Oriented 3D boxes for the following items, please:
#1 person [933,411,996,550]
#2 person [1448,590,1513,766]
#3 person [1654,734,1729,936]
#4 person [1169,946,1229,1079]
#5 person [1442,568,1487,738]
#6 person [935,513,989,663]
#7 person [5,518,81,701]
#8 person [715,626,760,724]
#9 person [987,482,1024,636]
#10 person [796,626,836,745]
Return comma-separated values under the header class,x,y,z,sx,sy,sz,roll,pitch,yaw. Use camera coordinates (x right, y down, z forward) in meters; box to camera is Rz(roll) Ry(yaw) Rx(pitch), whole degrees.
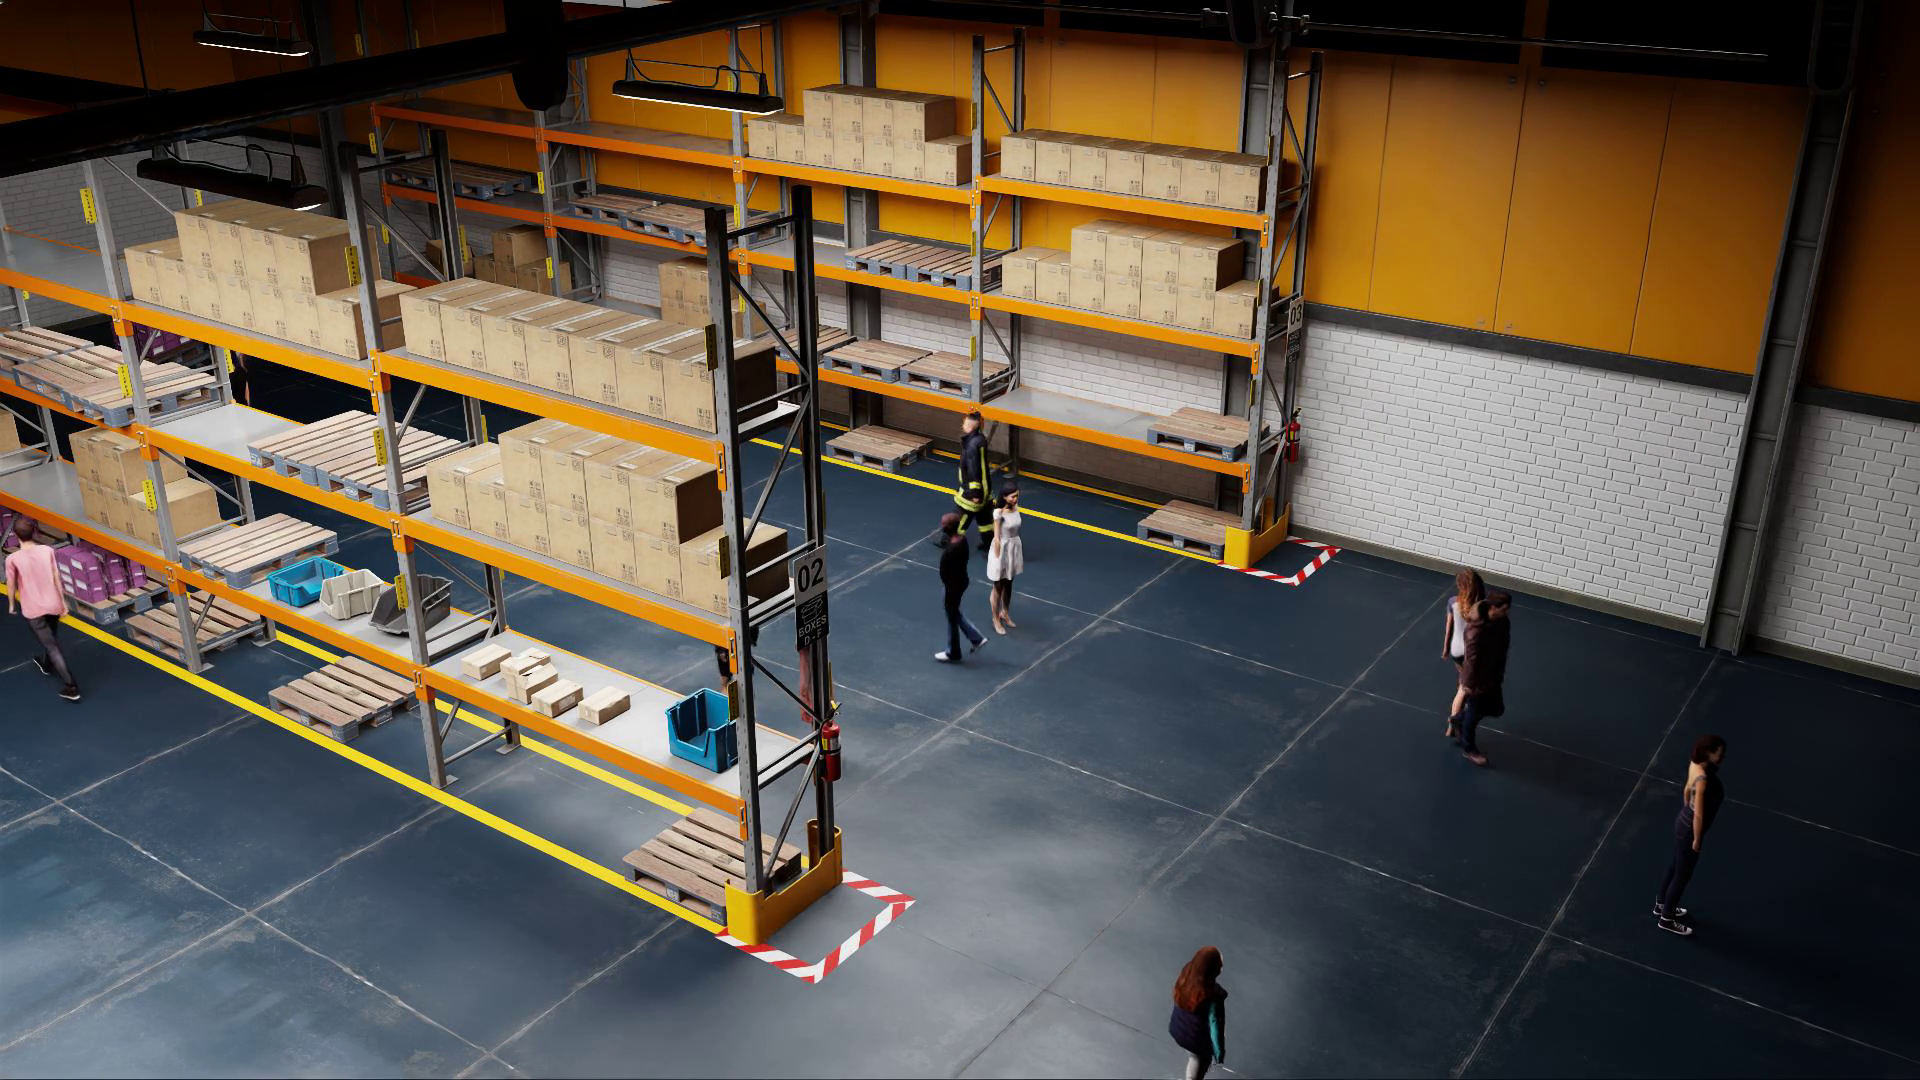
class,x,y,z,sx,sy,sz,roll,pitch,yaw
person,0.262,-0.680,20.366,1.196,1.835,1.040,5,24,11
person,4.935,1.264,15.927,0.868,1.828,0.886,-19,30,-36
person,5.931,2.356,13.505,0.661,1.768,0.681,6,24,14
person,1.569,3.422,11.417,0.760,1.487,0.690,-7,25,-16
person,4.968,1.152,16.381,1.020,1.671,0.784,18,29,35
person,0.030,0.518,17.747,0.903,1.738,0.773,6,24,13
person,-9.333,0.758,16.994,1.193,1.902,0.605,15,28,31
person,-2.287,1.052,16.667,1.043,1.625,1.208,-10,26,-23
person,0.508,0.184,18.464,0.631,1.776,0.647,17,29,34
person,-1.384,1.301,16.015,0.665,1.692,0.660,6,24,14
